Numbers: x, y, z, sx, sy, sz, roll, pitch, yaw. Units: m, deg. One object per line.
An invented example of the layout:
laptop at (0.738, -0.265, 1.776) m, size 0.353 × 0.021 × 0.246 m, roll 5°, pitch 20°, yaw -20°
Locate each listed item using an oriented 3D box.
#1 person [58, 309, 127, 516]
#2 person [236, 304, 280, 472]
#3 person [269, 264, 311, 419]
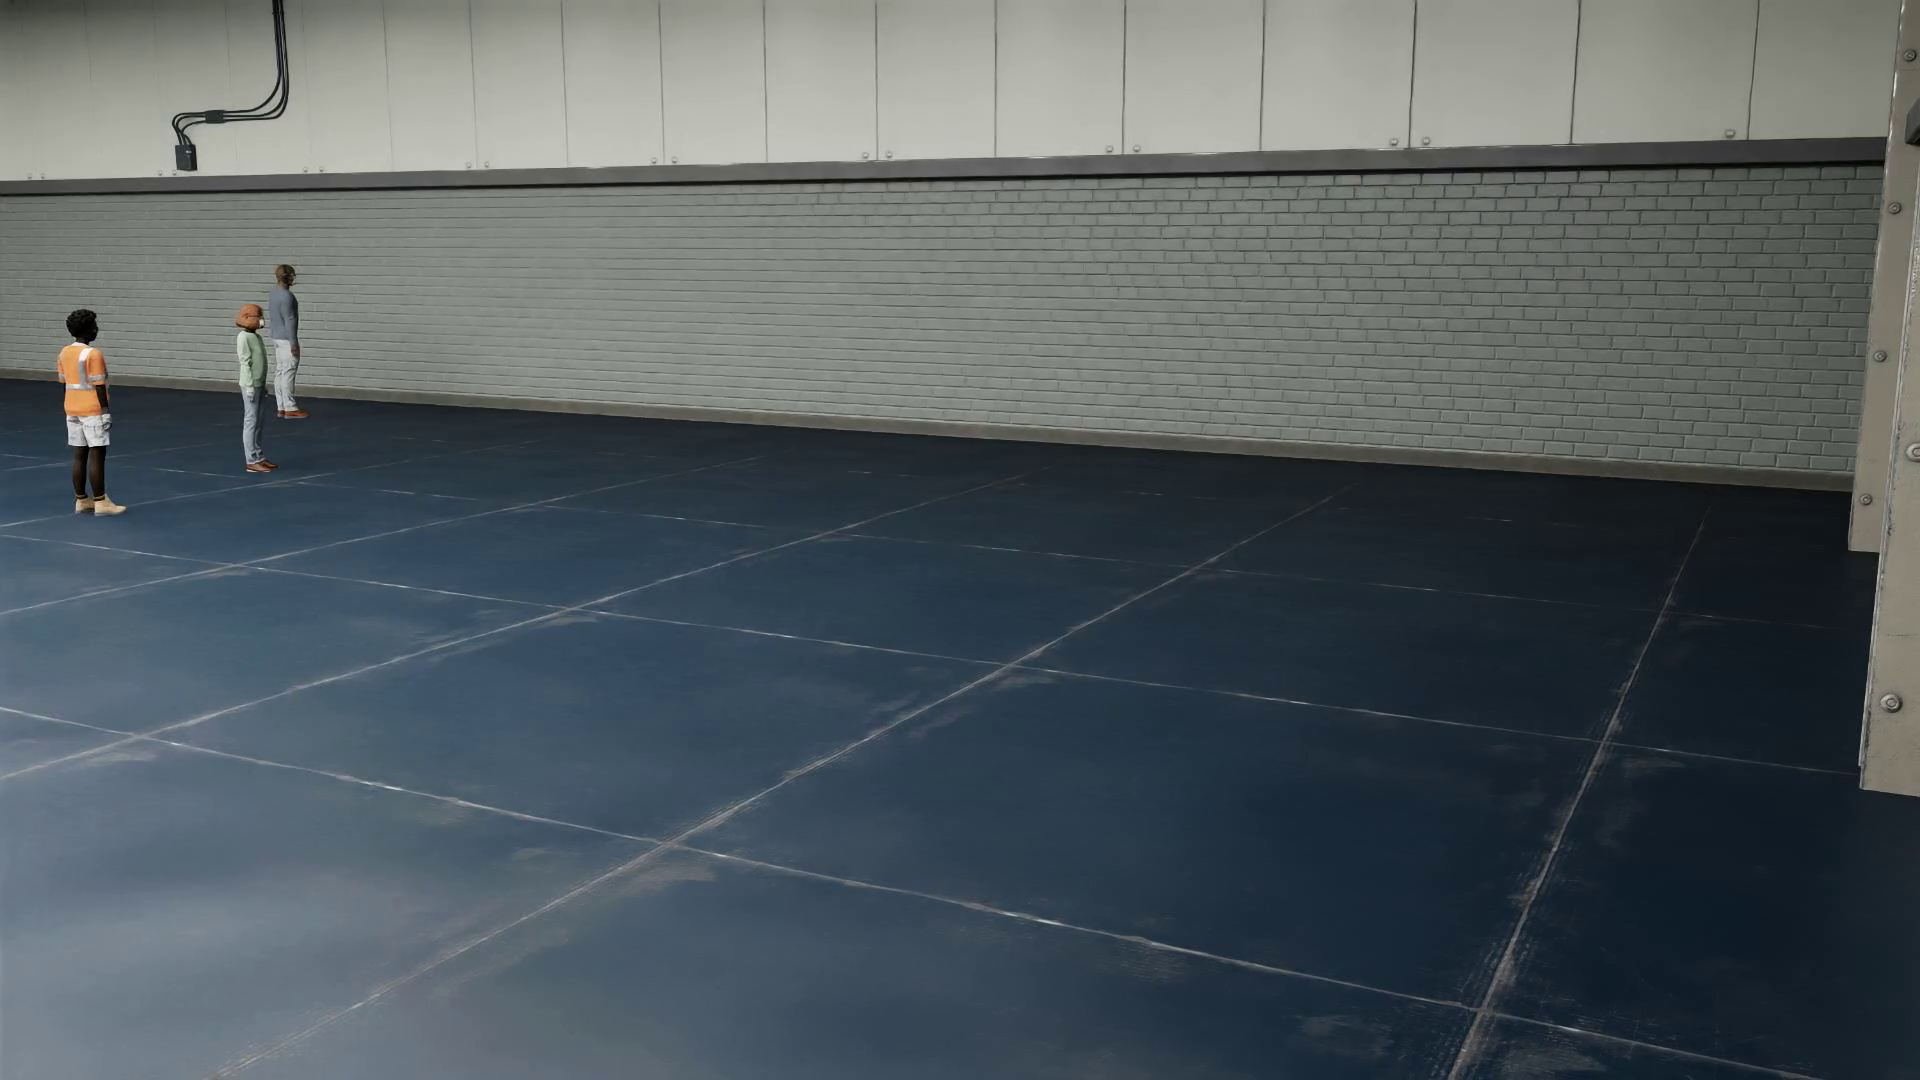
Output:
person at (-7.159, -1.044, 13.677) m, size 0.542 × 1.695 × 0.316 m, roll 6°, pitch 12°, yaw 32°
person at (-6.881, -1.486, 16.248) m, size 0.286 × 1.636 × 0.497 m, roll -1°, pitch 10°, yaw -7°
person at (-8.482, -2.500, 20.955) m, size 0.355 × 1.937 × 0.635 m, roll -8°, pitch 13°, yaw -37°
